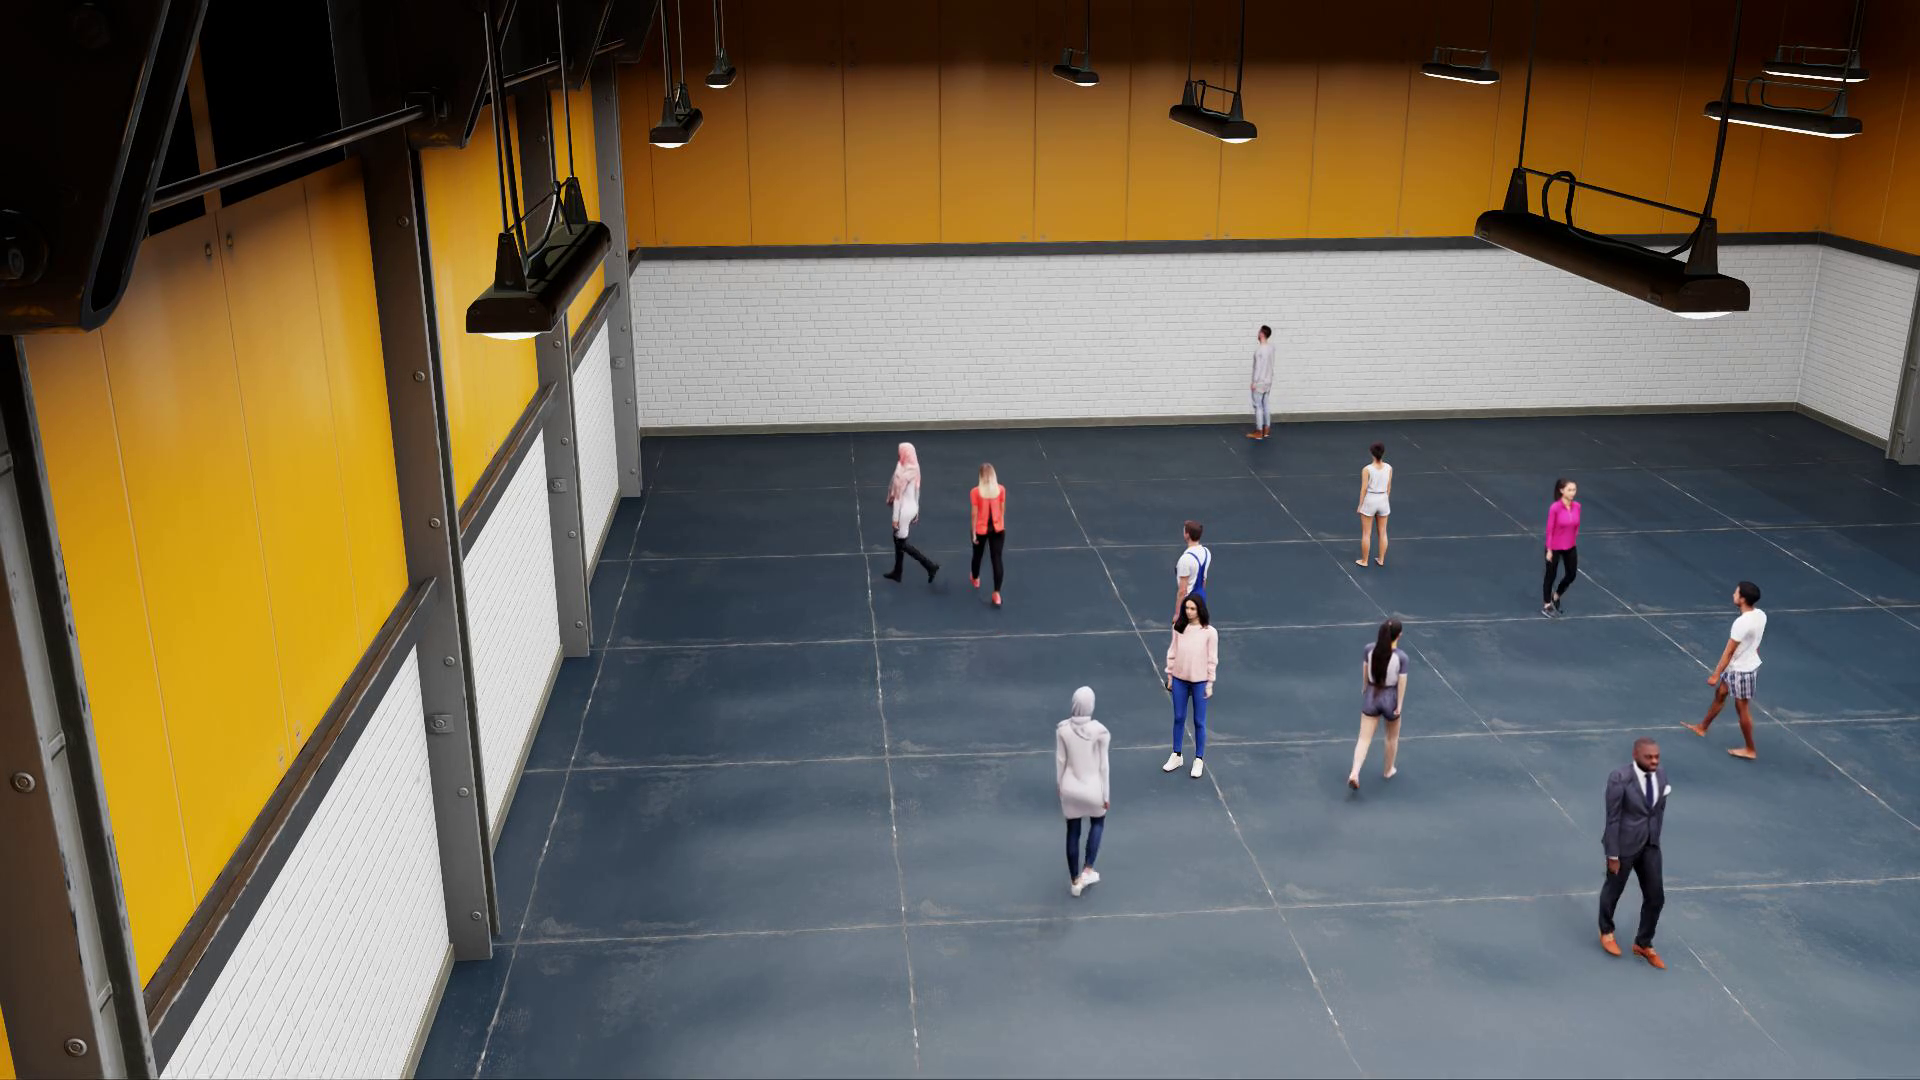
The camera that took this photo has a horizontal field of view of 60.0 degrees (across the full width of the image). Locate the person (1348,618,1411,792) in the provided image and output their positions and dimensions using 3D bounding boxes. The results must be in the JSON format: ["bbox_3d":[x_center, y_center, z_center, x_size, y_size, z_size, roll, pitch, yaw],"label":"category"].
[{"bbox_3d":[3.791,1.509,15.089,0.957,1.620,1.074,12,22,31],"label":"person"}]

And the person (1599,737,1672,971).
[{"bbox_3d":[5.006,2.274,12.536,0.802,1.801,0.882,-5,19,-15],"label":"person"}]

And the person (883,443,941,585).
[{"bbox_3d":[-0.603,-0.279,20.146,1.042,1.781,1.079,10,21,28],"label":"person"}]

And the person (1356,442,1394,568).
[{"bbox_3d":[5.224,-0.463,20.927,0.582,1.632,0.530,-4,19,-10],"label":"person"}]

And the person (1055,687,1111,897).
[{"bbox_3d":[0.953,2.043,13.273,0.734,1.767,0.738,7,20,21],"label":"person"}]

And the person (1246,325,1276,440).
[{"bbox_3d":[4.873,-2.553,26.809,0.793,1.839,0.752,17,25,41],"label":"person"}]

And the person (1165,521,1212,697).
[{"bbox_3d":[2.390,0.680,17.192,0.768,1.850,0.721,17,25,41],"label":"person"}]

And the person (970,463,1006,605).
[{"bbox_3d":[0.365,-0.046,19.666,0.645,1.646,1.144,-3,19,-9],"label":"person"}]

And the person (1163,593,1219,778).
[{"bbox_3d":[2.144,1.323,15.410,0.729,1.769,0.742,10,21,28],"label":"person"}]

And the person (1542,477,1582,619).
[{"bbox_3d":[6.899,0.070,19.255,0.609,1.689,0.619,-4,19,-11],"label":"person"}]

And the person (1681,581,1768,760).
[{"bbox_3d":[7.460,1.260,15.705,1.108,1.699,1.027,16,24,39],"label":"person"}]
